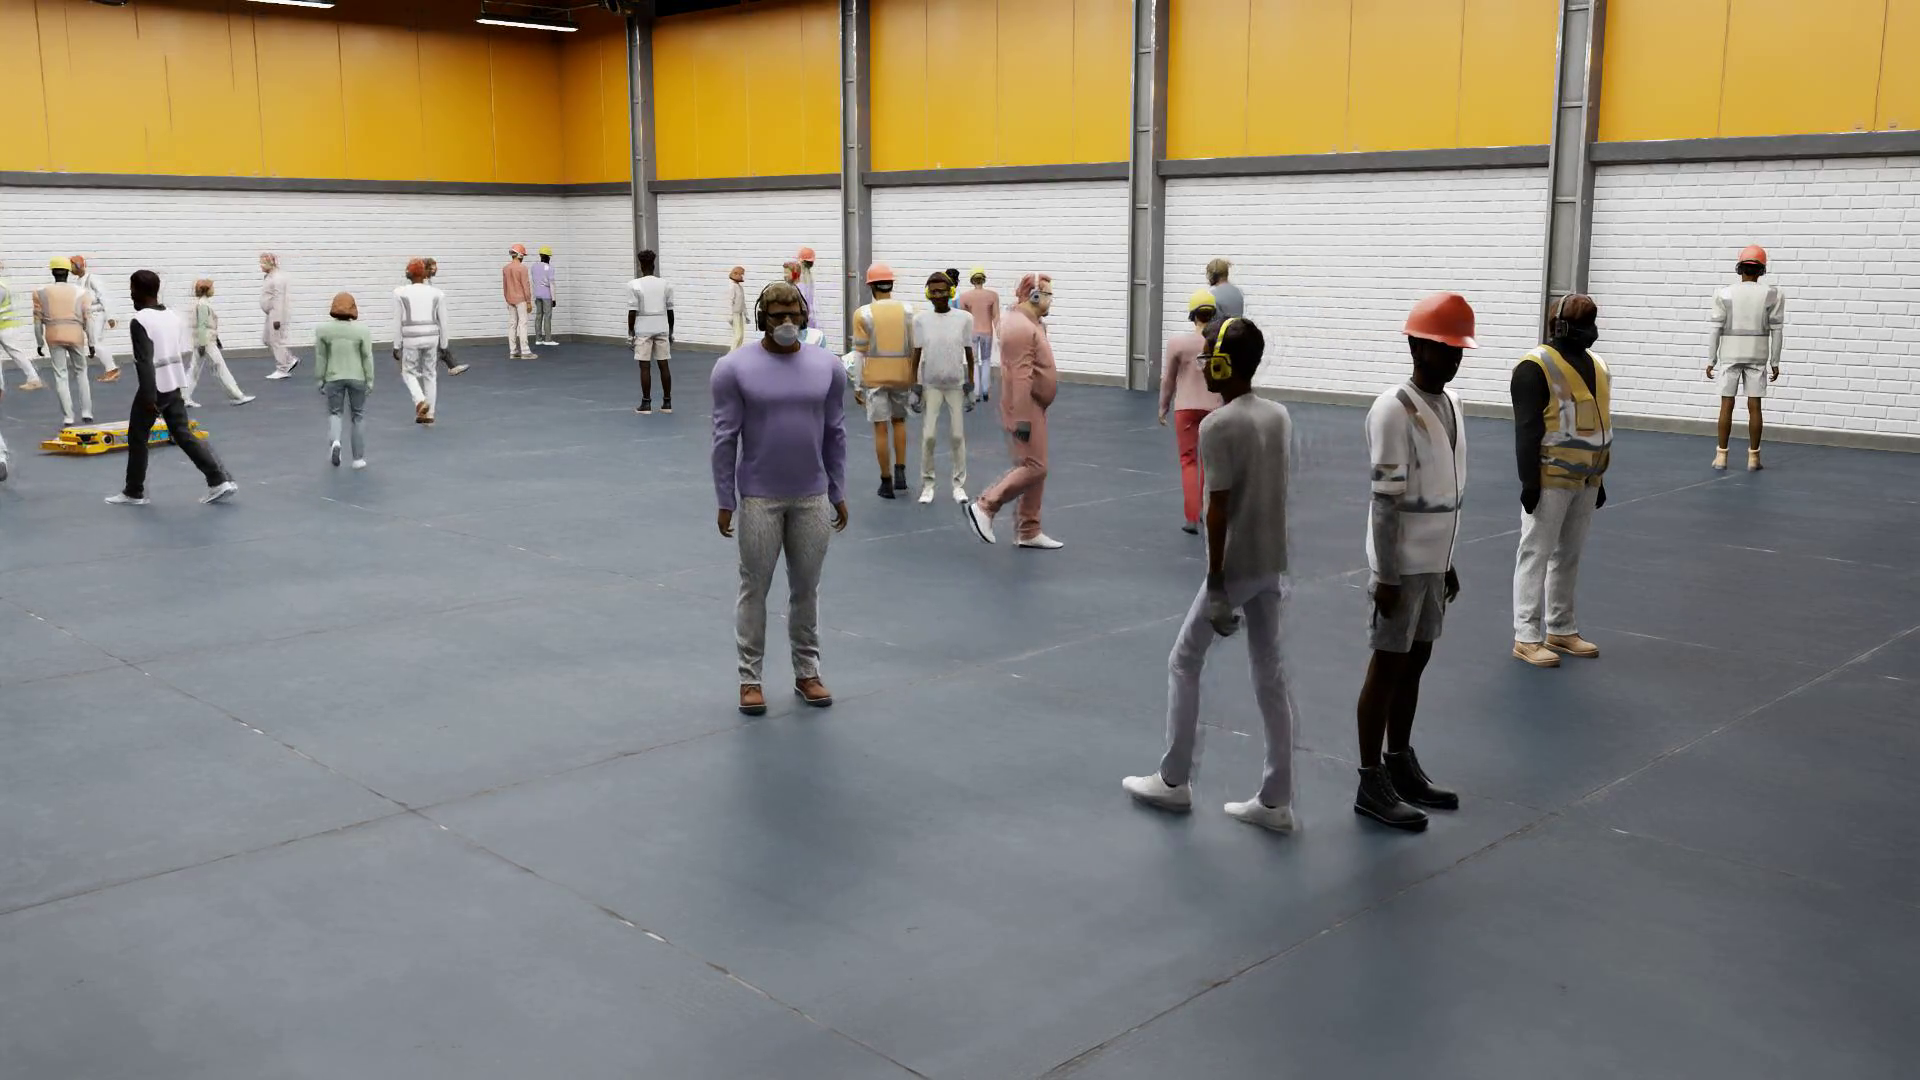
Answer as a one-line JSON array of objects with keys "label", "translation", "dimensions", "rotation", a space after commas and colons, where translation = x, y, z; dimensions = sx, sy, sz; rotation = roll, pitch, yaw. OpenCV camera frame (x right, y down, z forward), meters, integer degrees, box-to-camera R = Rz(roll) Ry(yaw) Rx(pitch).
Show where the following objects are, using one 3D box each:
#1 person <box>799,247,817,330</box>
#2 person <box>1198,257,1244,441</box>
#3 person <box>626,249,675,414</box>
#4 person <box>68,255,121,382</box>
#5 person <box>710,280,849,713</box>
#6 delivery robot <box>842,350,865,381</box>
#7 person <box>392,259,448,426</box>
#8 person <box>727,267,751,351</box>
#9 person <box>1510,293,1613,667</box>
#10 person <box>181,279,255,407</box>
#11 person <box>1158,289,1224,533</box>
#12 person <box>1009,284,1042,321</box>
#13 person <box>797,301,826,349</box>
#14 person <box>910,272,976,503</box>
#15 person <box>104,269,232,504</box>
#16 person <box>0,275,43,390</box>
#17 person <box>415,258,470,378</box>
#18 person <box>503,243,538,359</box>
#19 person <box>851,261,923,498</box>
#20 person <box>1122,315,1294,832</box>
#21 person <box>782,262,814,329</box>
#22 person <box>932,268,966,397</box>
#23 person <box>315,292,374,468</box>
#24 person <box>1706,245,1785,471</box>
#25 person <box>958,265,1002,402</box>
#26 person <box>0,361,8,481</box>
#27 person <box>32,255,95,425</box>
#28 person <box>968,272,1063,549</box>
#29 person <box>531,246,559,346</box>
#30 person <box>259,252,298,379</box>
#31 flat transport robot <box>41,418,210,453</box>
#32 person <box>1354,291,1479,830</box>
[{"label": "person", "translation": [-2.482, -3.593, 25.976], "dimensions": [0.635, 1.946, 0.637], "rotation": [3, 11, 15]}, {"label": "person", "translation": [2.747, -1.904, 16.883], "dimensions": [0.690, 1.914, 0.659], "rotation": [8, 13, 37]}, {"label": "person", "translation": [-3.708, -2.492, 19.939], "dimensions": [0.609, 1.963, 0.367], "rotation": [-6, 12, -31]}, {"label": "person", "translation": [-12.591, -3.211, 24.193], "dimensions": [0.612, 1.844, 0.554], "rotation": [10, 14, 42]}, {"label": "person", "translation": [-0.800, -0.193, 7.476], "dimensions": [0.635, 1.936, 0.355], "rotation": [-4, 11, -22]}, {"label": "delivery robot", "translation": [-1.473, -2.493, 23.536], "dimensions": [0.477, 0.478, 0.707], "rotation": [-2, 10, -9]}, {"label": "person", "translation": [-6.010, -2.185, 18.520], "dimensions": [0.613, 1.869, 0.434], "rotation": [-6, 12, -31]}, {"label": "person", "translation": [-3.590, -3.609, 26.957], "dimensions": [0.334, 1.625, 0.540], "rotation": [2, 11, 13]}, {"label": "person", "translation": [3.026, -0.303, 8.332], "dimensions": [0.627, 1.847, 0.429], "rotation": [-7, 13, -34]}, {"label": "person", "translation": [-9.340, -2.445, 20.700], "dimensions": [0.874, 1.592, 0.518], "rotation": [-6, 12, -31]}, {"label": "person", "translation": [1.722, -0.943, 12.117], "dimensions": [0.537, 1.741, 0.748], "rotation": [0, 10, -3]}, {"label": "person", "translation": [0.778, -2.196, 19.228], "dimensions": [0.497, 1.633, 0.285], "rotation": [9, 14, 41]}, {"label": "person", "translation": [-1.319, -1.190, 13.858], "dimensions": [0.516, 1.595, 0.859], "rotation": [-4, 11, -22]}, {"label": "person", "translation": [-0.138, -1.199, 13.225], "dimensions": [0.515, 1.849, 0.397], "rotation": [1, 10, 6]}, {"label": "person", "translation": [-6.296, -1.200, 13.154], "dimensions": [0.990, 1.877, 0.608], "rotation": [1, 10, 5]}, {"label": "person", "translation": [-13.185, -2.925, 22.798], "dimensions": [0.996, 1.796, 0.625], "rotation": [-8, 13, -36]}, {"label": "person", "translation": [-7.901, -3.318, 24.925], "dimensions": [1.011, 1.780, 0.513], "rotation": [-3, 11, -14]}, {"label": "person", "translation": [-7.619, -4.118, 28.747], "dimensions": [0.608, 1.986, 0.389], "rotation": [7, 13, 34]}, {"label": "person", "translation": [-0.612, -1.307, 13.608], "dimensions": [0.570, 1.913, 0.569], "rotation": [-3, 11, -15]}, {"label": "person", "translation": [0.953, 0.111, 6.077], "dimensions": [0.523, 1.840, 0.797], "rotation": [-8, 13, -39]}, {"label": "person", "translation": [-2.088, -2.523, 20.549], "dimensions": [0.979, 1.794, 0.594], "rotation": [-2, 11, -11]}, {"label": "person", "translation": [-0.126, -2.741, 22.028], "dimensions": [0.540, 1.695, 0.317], "rotation": [8, 13, 37]}, {"label": "person", "translation": [-5.587, -1.438, 15.115], "dimensions": [0.511, 1.621, 0.492], "rotation": [-2, 11, -10]}, {"label": "person", "translation": [7.145, -1.656, 15.167], "dimensions": [0.615, 2.041, 0.392], "rotation": [4, 11, 22]}, {"label": "person", "translation": [0.234, -2.664, 21.472], "dimensions": [0.571, 1.738, 0.572], "rotation": [-1, 10, -5]}, {"label": "person", "translation": [-8.377, -1.301, 14.103], "dimensions": [0.468, 1.728, 0.486], "rotation": [10, 14, 42]}, {"label": "person", "translation": [-10.144, -2.260, 18.855], "dimensions": [0.601, 1.898, 0.733], "rotation": [-6, 12, -29]}, {"label": "person", "translation": [0.404, -0.862, 11.270], "dimensions": [0.538, 1.884, 0.667], "rotation": [2, 11, 9]}, {"label": "person", "translation": [-8.049, -4.733, 32.292], "dimensions": [0.581, 1.918, 0.390], "rotation": [6, 12, 31]}, {"label": "person", "translation": [-10.187, -3.329, 24.721], "dimensions": [0.431, 1.881, 0.672], "rotation": [-6, 12, -30]}, {"label": "flat transport robot", "translation": [-8.408, -1.068, 16.796], "dimensions": [0.652, 0.197, 1.431], "rotation": [5, 12, 25]}, {"label": "person", "translation": [1.680, 0.068, 6.063], "dimensions": [0.375, 1.934, 0.547], "rotation": [9, 14, 40]}]
